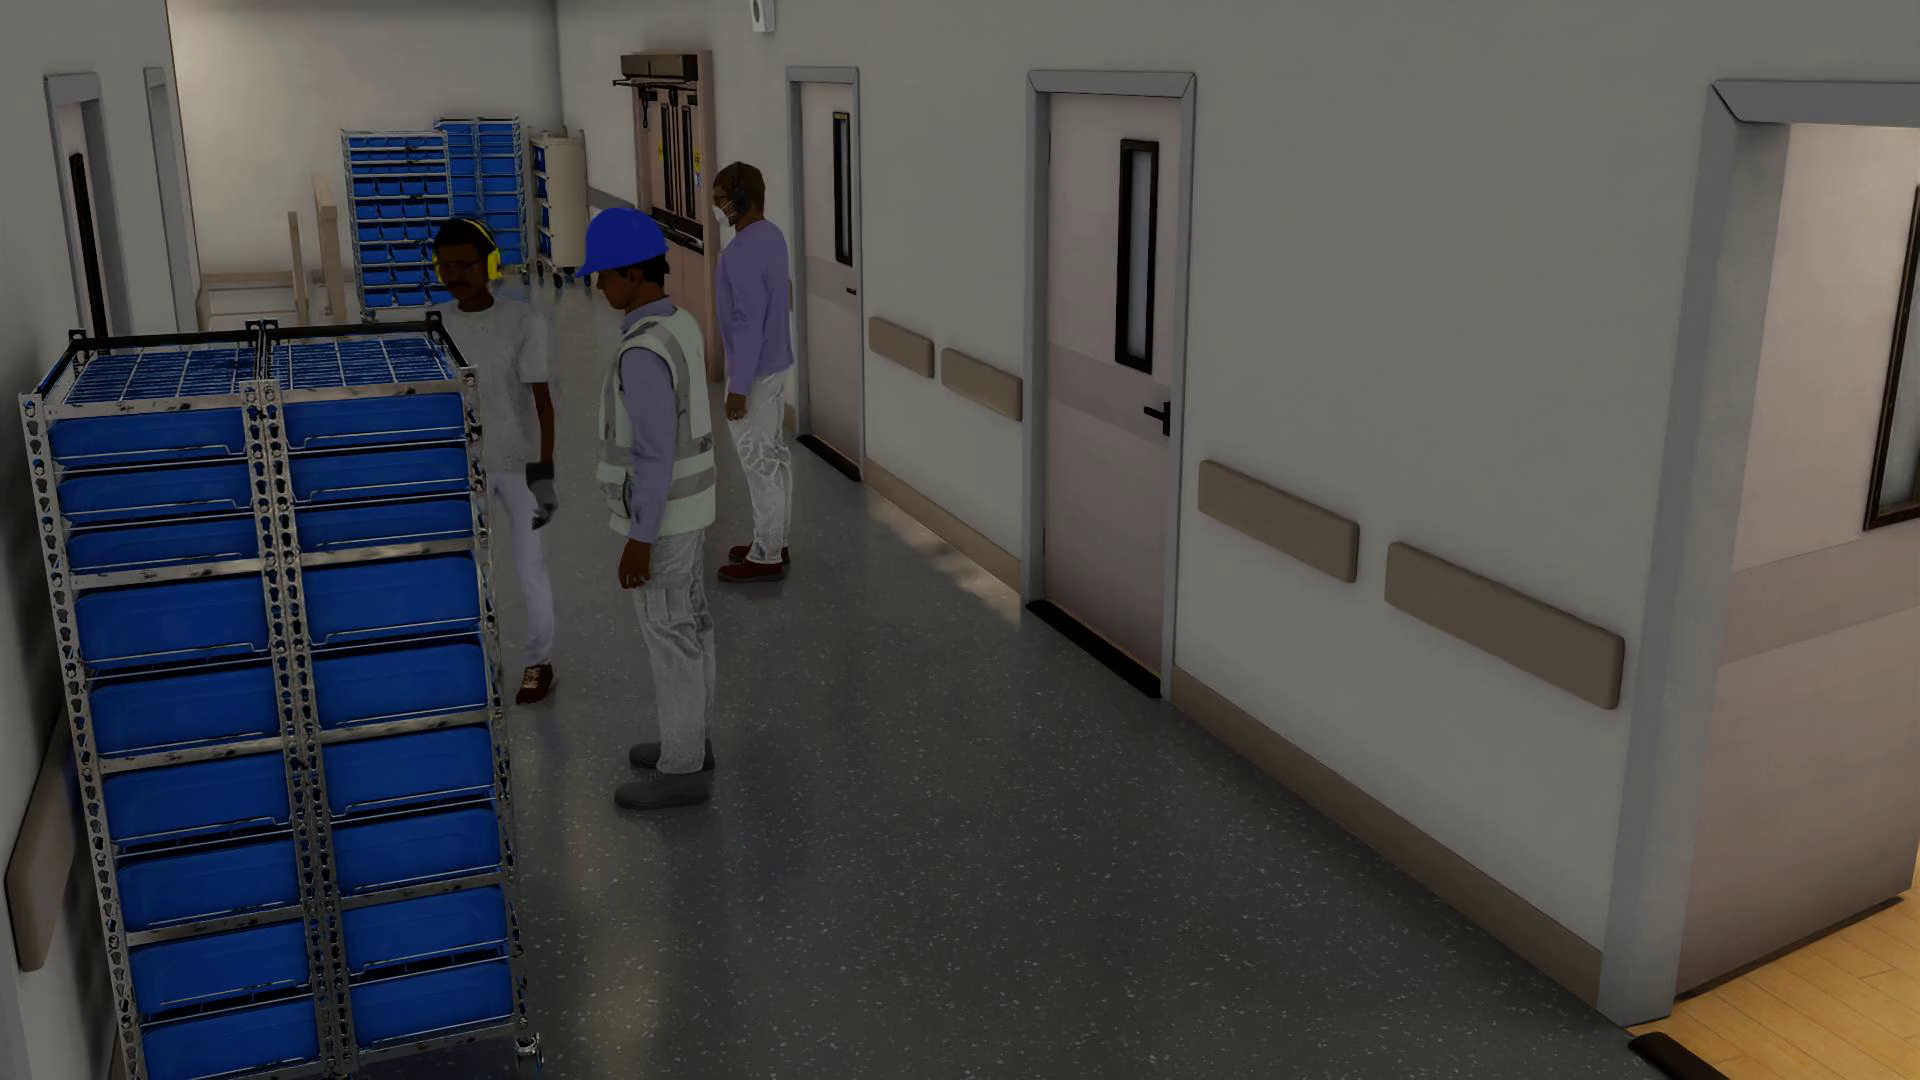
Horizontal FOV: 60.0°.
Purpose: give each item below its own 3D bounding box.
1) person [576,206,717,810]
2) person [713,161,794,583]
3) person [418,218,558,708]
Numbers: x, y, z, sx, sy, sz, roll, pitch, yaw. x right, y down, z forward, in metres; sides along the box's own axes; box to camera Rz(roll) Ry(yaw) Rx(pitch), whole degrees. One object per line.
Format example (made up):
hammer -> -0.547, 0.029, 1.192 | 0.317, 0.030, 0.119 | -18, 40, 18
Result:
person -> -0.978, -0.089, 5.344 | 0.403, 1.940, 0.602 | 0, 16, 1
person -> -0.958, -0.763, 7.683 | 0.369, 1.937, 0.631 | 1, 16, 4
person -> -1.693, -0.225, 6.003 | 0.545, 1.841, 0.757 | 1, 16, 3
